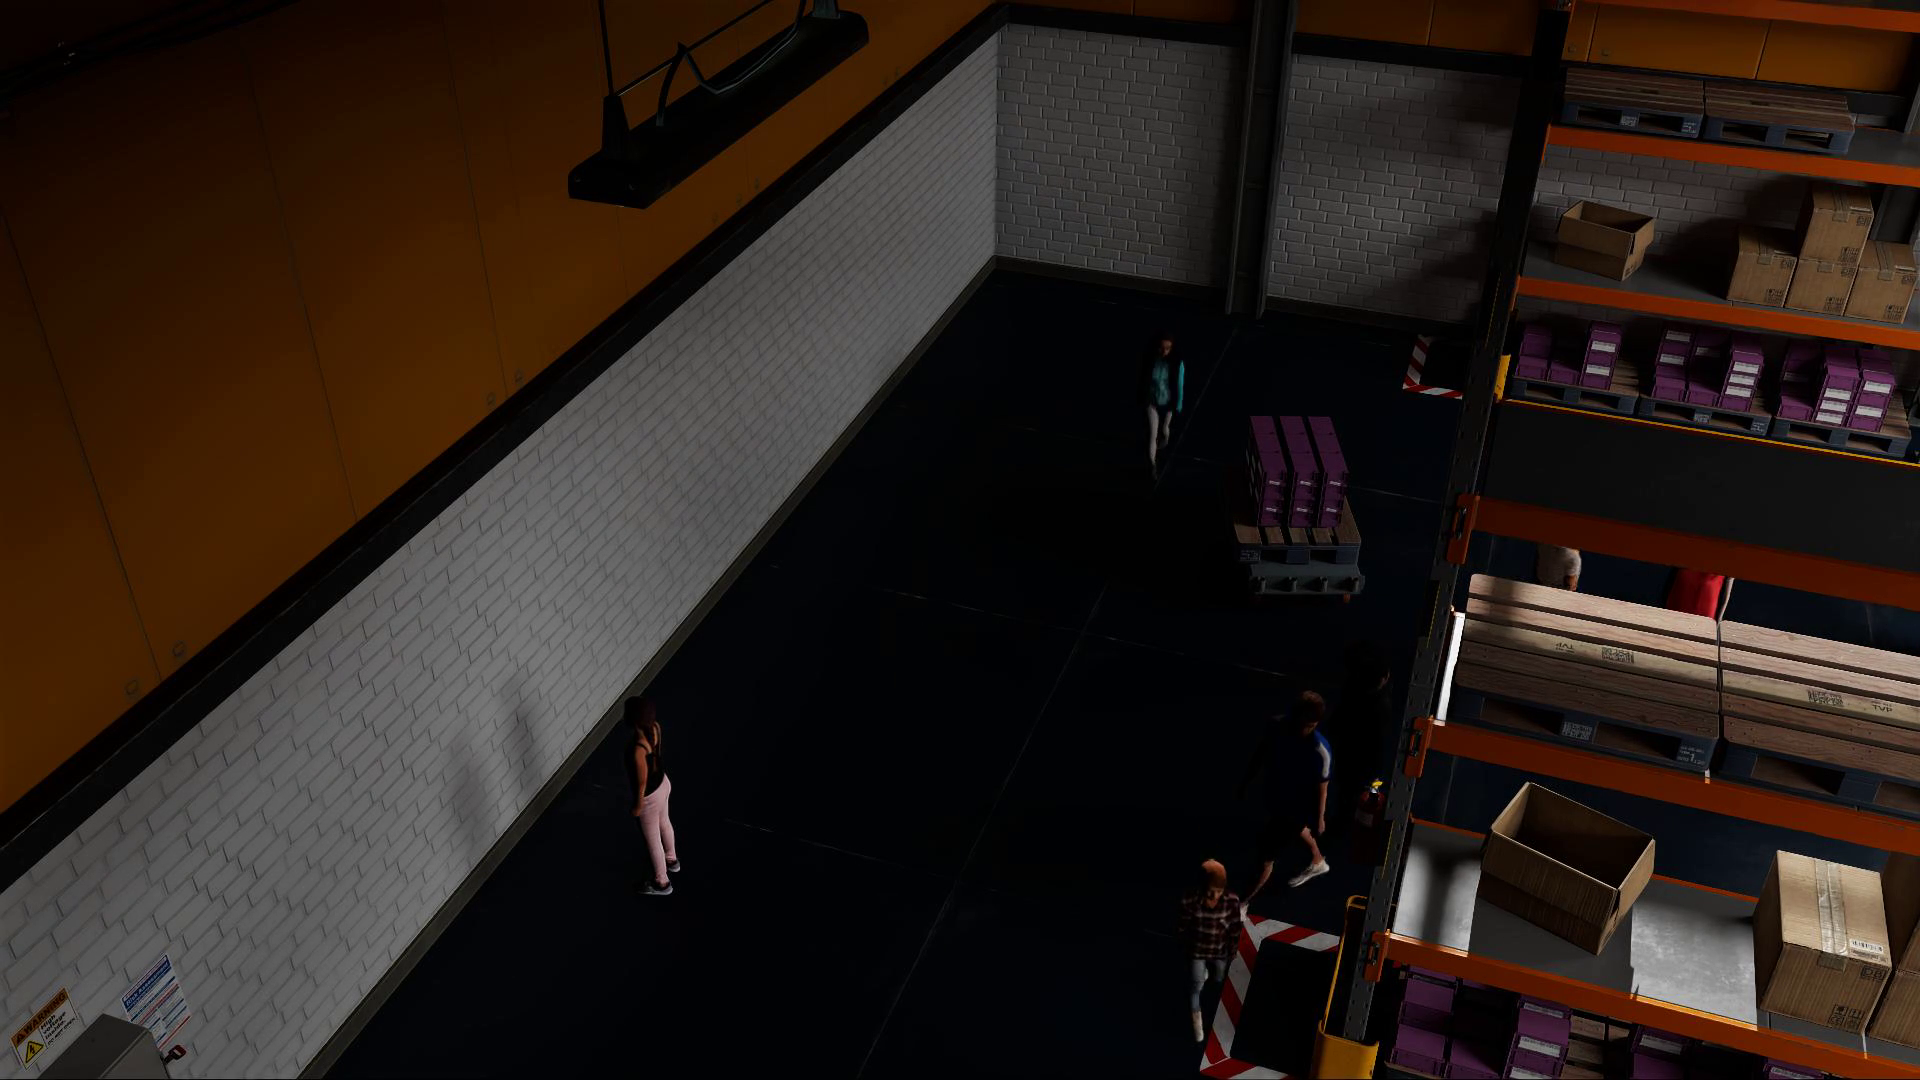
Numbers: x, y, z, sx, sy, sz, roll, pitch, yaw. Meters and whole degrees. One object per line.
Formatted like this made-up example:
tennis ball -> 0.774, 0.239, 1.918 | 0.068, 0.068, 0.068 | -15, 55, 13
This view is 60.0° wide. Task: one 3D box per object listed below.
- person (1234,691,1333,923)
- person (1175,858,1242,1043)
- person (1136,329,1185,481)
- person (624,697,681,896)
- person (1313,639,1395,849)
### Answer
person -> 2.146, 1.630, 10.497 | 1.272, 1.805, 1.313 | -20, 38, -27
person -> 1.463, 2.344, 9.885 | 0.812, 1.293, 0.772 | -2, 34, -4
person -> 1.826, -1.311, 15.221 | 0.891, 1.472, 0.752 | 3, 34, 5
person -> -1.994, 1.626, 10.720 | 0.548, 1.566, 0.550 | 7, 34, 10
person -> 2.688, 1.371, 10.936 | 0.920, 1.749, 0.870 | -7, 34, -10
